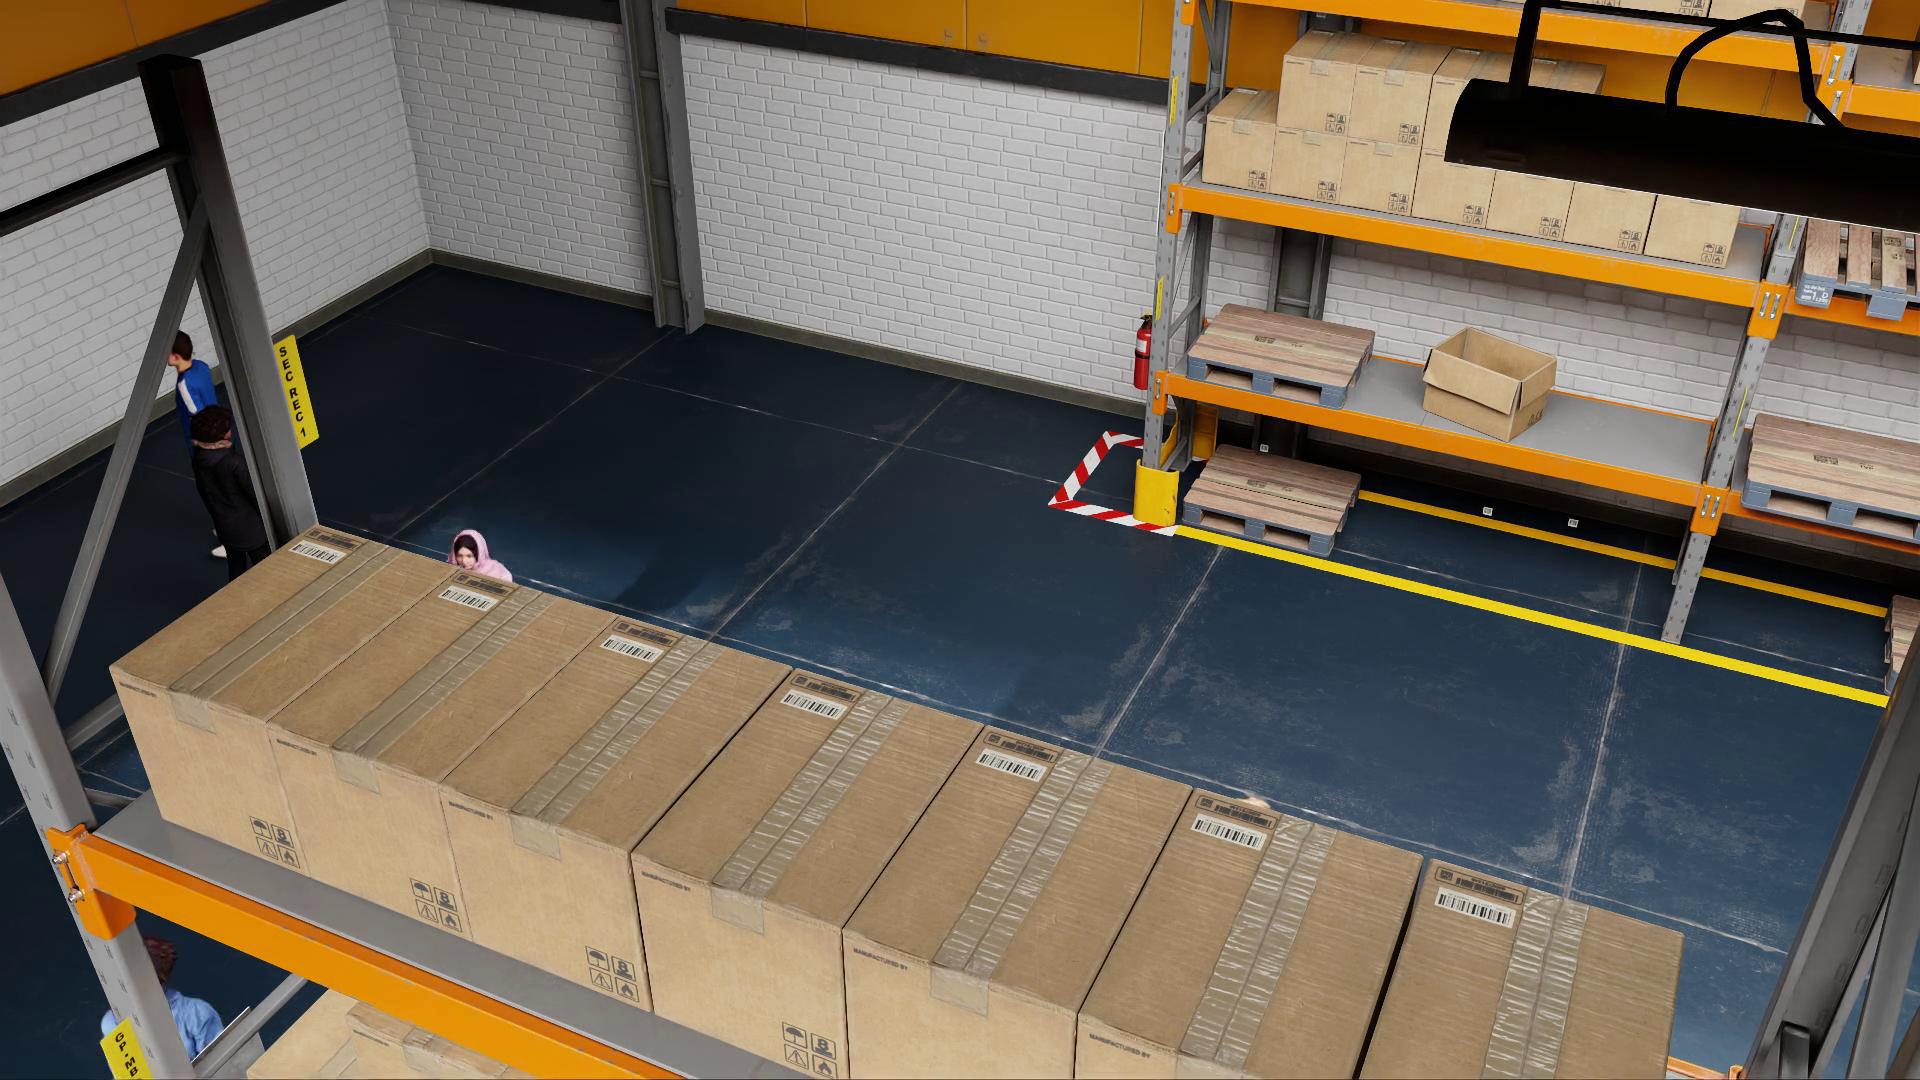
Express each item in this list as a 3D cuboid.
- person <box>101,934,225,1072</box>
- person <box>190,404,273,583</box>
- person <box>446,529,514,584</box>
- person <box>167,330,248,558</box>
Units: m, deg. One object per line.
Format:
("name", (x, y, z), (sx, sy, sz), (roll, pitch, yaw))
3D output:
("person", (-3.568, 2.584, 7.598), (1.038, 1.786, 1.041), (-5, 34, -8))
("person", (-5.072, -0.147, 11.712), (0.607, 1.780, 0.739), (7, 34, 10))
("person", (-3.041, 0.570, 10.770), (1.066, 1.629, 0.976), (0, 34, 1))
("person", (-5.660, -0.740, 12.527), (0.796, 1.866, 0.749), (-9, 35, -14))
